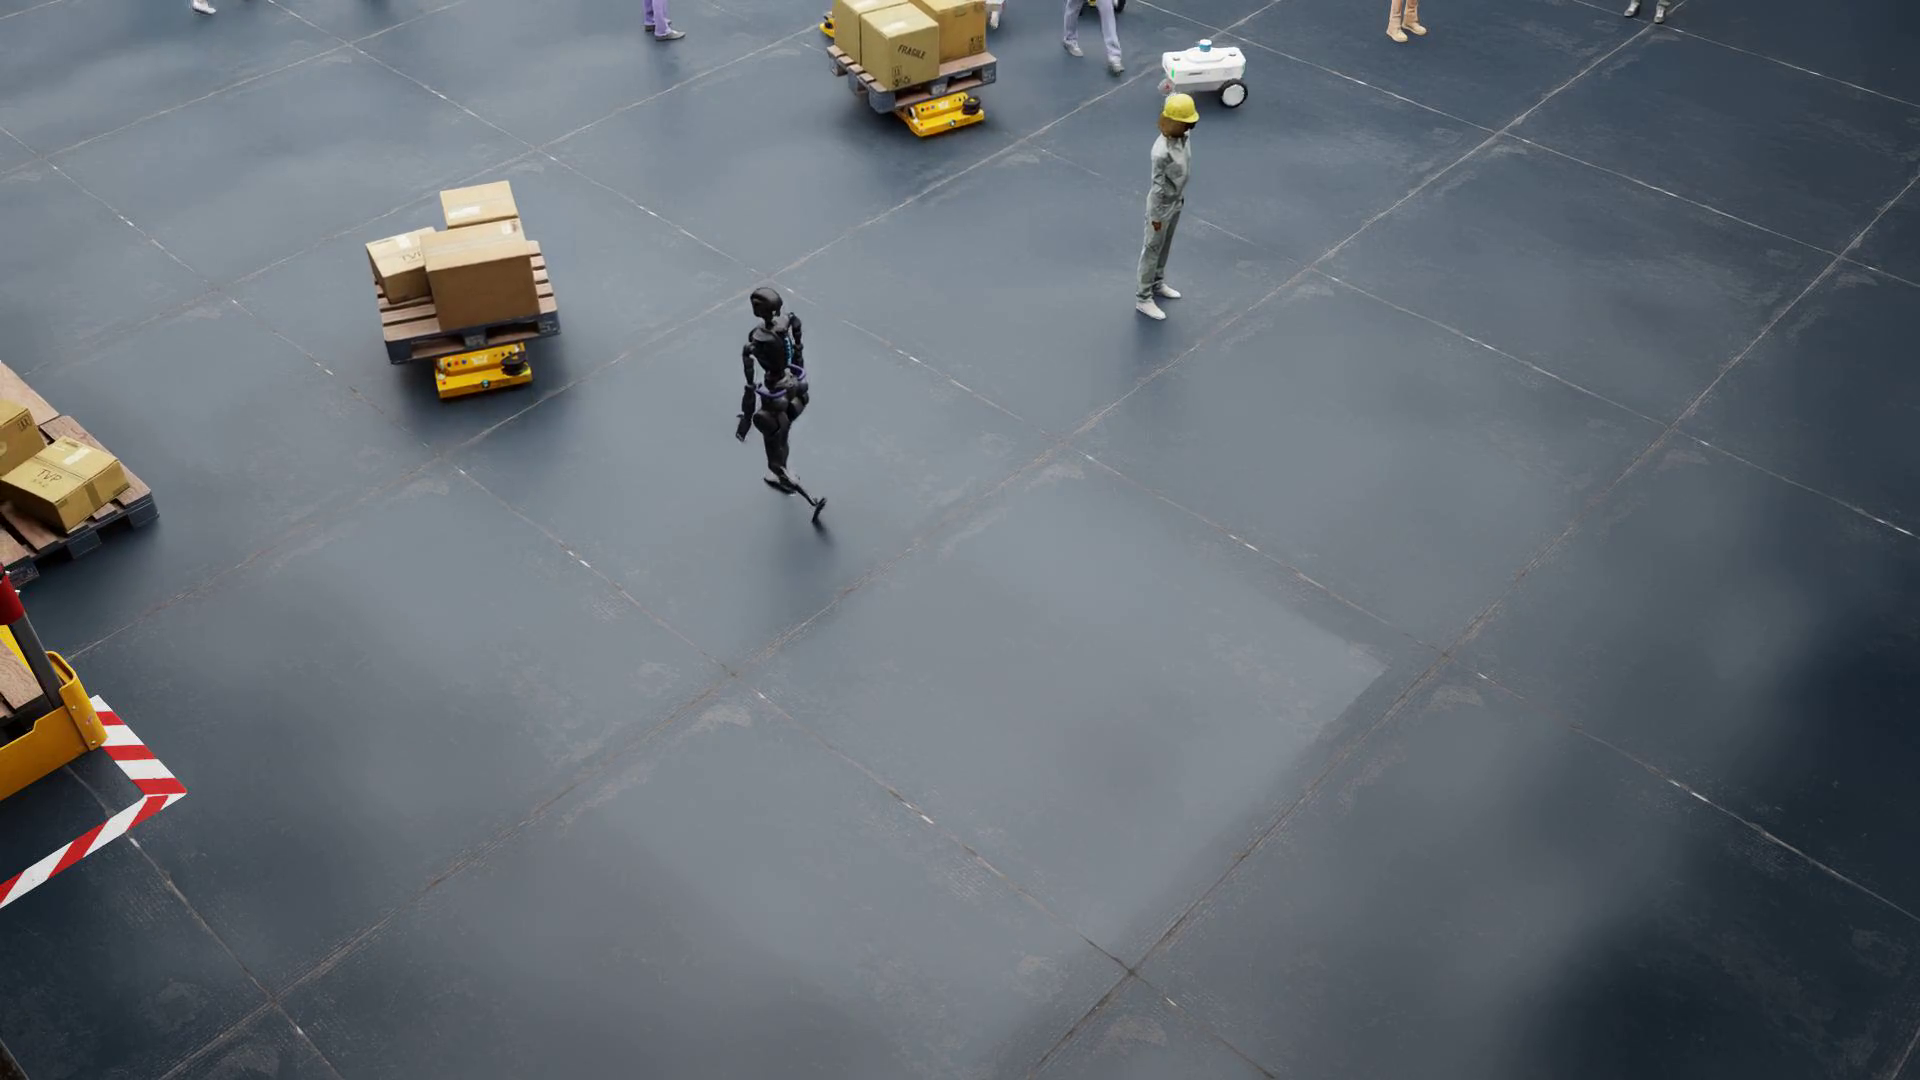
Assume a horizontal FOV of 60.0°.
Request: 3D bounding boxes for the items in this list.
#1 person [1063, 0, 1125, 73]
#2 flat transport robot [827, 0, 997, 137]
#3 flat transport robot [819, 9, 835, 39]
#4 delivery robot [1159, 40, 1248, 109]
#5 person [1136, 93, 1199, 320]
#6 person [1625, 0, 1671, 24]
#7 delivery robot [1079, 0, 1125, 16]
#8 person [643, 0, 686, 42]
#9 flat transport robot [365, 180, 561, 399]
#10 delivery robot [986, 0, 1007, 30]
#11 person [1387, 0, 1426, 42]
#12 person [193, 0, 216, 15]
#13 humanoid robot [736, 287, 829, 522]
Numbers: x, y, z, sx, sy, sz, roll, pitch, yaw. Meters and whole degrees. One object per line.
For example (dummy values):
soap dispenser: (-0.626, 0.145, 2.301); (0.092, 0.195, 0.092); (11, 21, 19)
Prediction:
person: (1.227, -5.145, 15.103); (0.594, 1.794, 0.977); (-18, 45, -19)
flat transport robot: (-0.423, -4.099, 15.082); (0.659, 0.231, 1.431); (-21, 46, -22)
flat transport robot: (-0.631, -4.809, 15.871); (0.659, 0.231, 1.431); (-33, 52, -31)
delivery robot: (2.209, -4.205, 15.000); (0.815, 0.614, 0.499); (-7, 42, -7)
person: (1.529, -2.455, 12.152); (0.318, 1.742, 0.487); (21, 46, 21)
person: (6.787, -5.891, 15.909); (0.569, 1.831, 0.408); (18, 45, 19)
delivery robot: (1.317, -5.579, 16.509); (0.499, 0.589, 0.785); (-9, 43, -10)
person: (-2.891, -5.598, 15.577); (0.376, 1.836, 0.563); (-21, 46, -22)
flat transport robot: (-3.598, -1.572, 12.274); (0.659, 0.231, 1.431); (-13, 44, -14)
delivery robot: (0.084, -5.296, 16.198); (0.765, 0.594, 0.503); (0, 42, 0)
person: (4.343, -5.573, 15.616); (0.488, 1.743, 0.304); (-25, 48, -25)
person: (-7.302, -5.926, 16.115); (0.519, 1.601, 0.826); (16, 44, 17)
humanoid robot: (-1.087, -0.870, 10.442); (0.598, 1.637, 0.601); (24, 47, 25)
